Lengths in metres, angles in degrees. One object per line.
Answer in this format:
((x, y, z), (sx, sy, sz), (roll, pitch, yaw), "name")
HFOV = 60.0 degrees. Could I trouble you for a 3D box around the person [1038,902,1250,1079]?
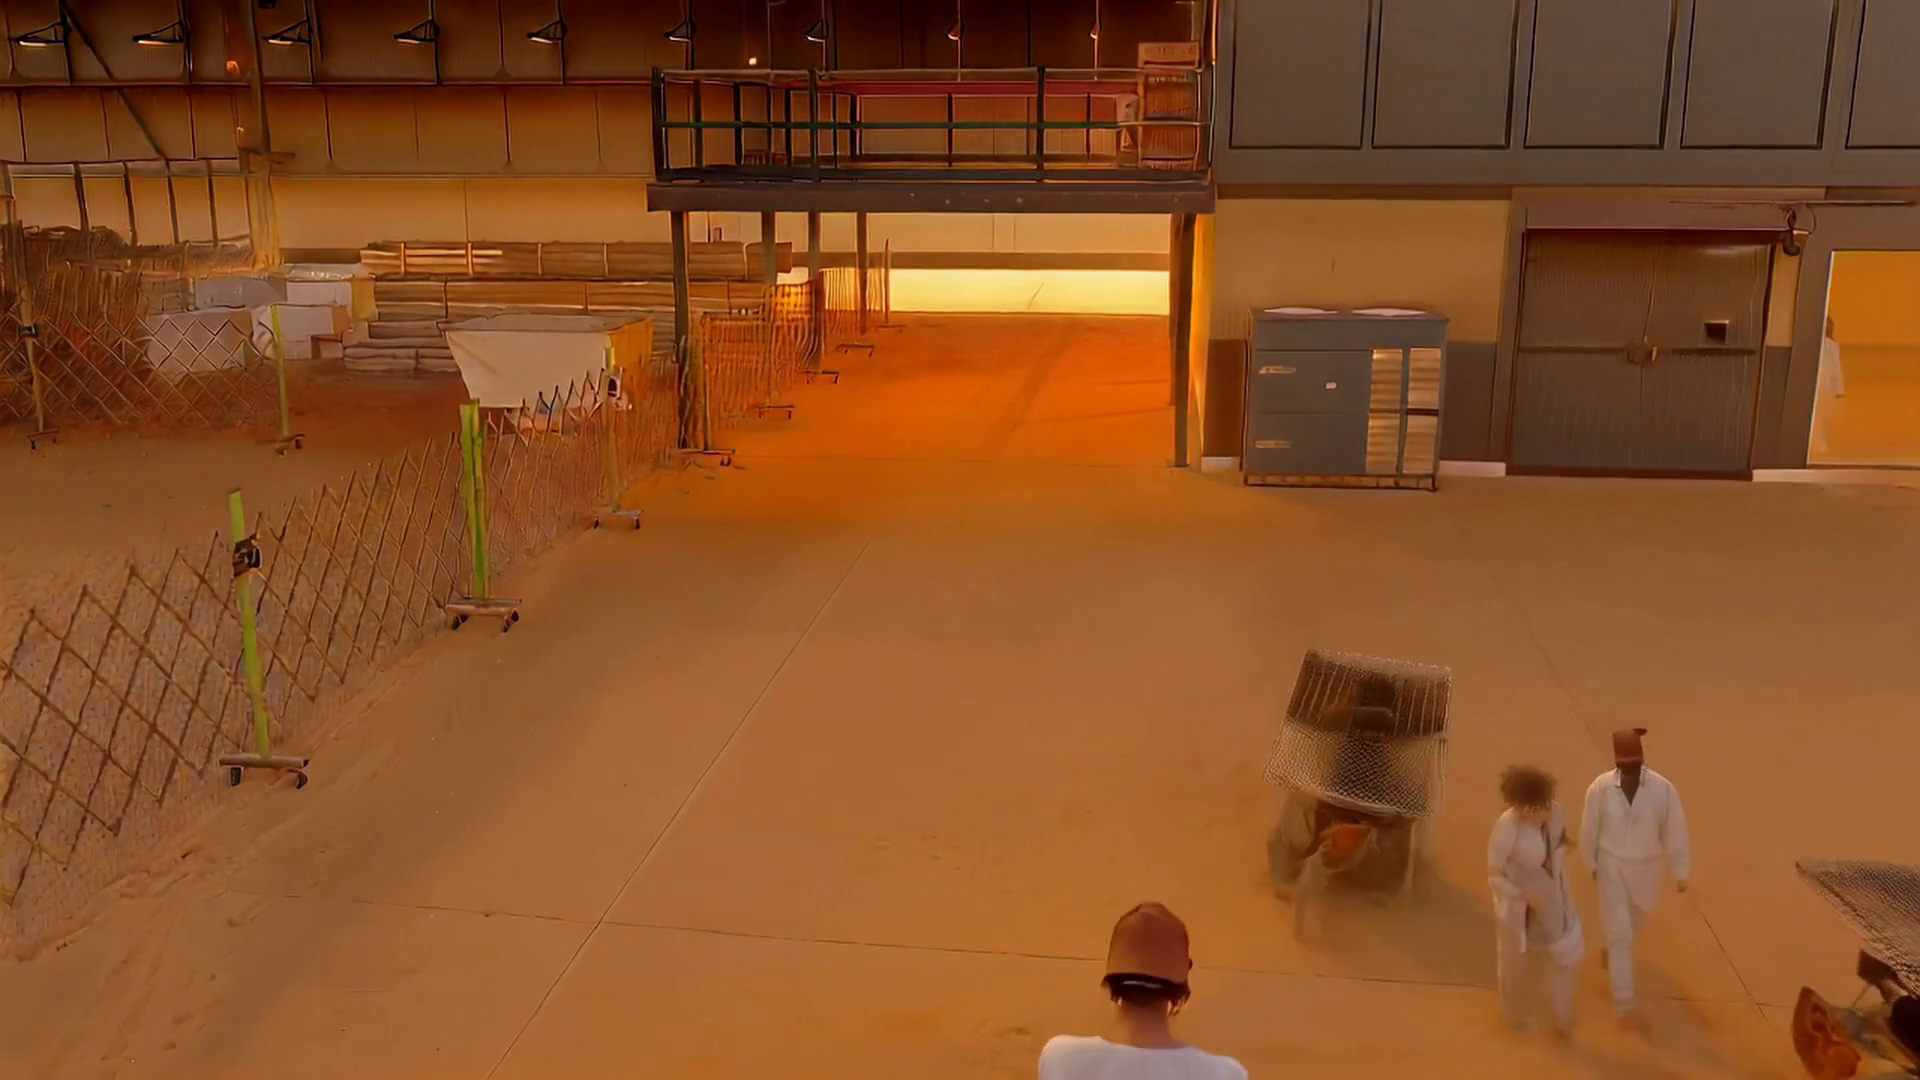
((0.459, 1.712, 4.183), (0.565, 1.728, 0.859), (3, 14, 11), "person")
